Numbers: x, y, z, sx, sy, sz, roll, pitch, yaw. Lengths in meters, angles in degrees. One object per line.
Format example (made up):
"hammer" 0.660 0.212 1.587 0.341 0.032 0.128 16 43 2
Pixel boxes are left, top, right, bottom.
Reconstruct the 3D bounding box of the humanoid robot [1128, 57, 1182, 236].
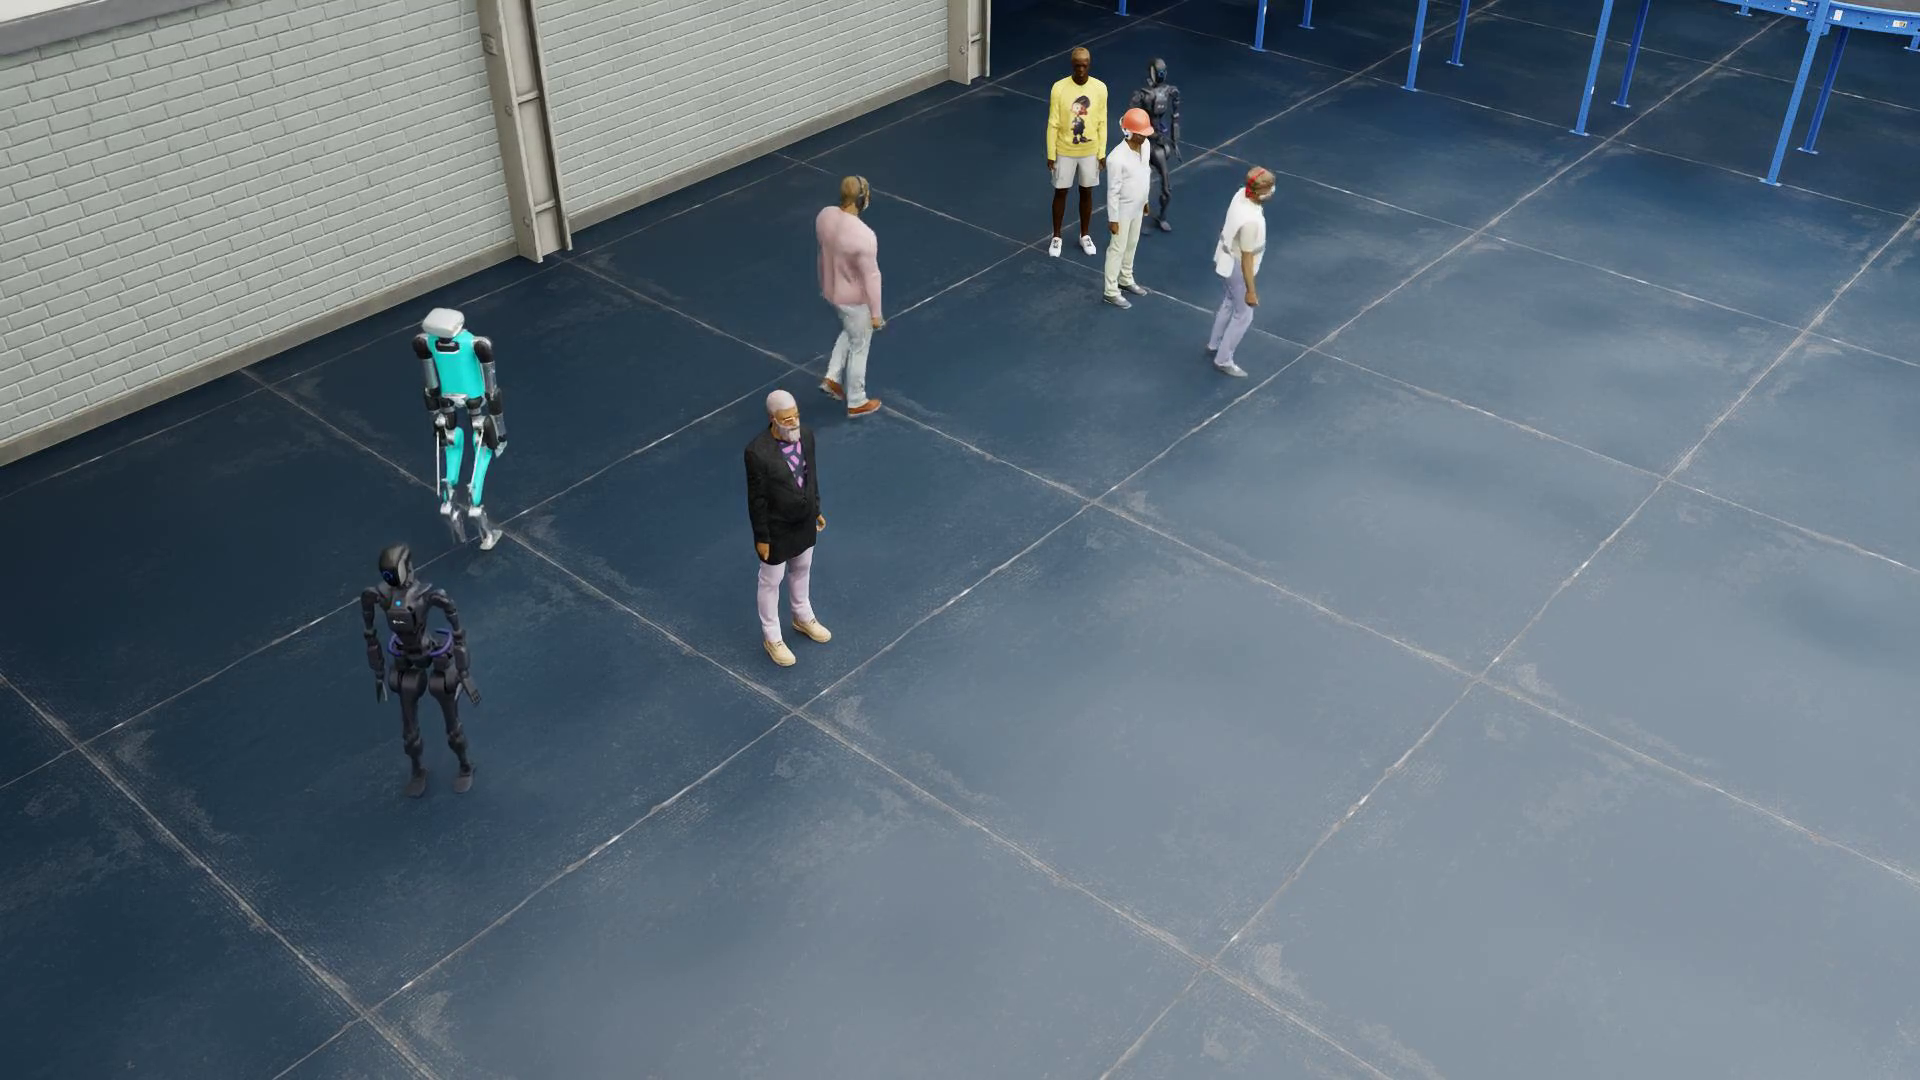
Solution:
"humanoid robot" 1.756 -3.604 15.226 0.602 1.647 0.323 -15 38 -20

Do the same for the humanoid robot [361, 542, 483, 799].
"humanoid robot" -2.942 0.725 9.153 0.601 1.655 0.348 1 35 2

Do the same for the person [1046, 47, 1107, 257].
"person" 1.038 -3.457 14.838 0.545 1.899 0.376 -4 36 -5

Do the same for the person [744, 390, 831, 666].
"person" -1.064 -0.103 10.165 0.412 1.856 0.530 29 45 34

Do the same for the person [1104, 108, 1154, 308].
"person" 1.443 -2.818 14.071 0.345 1.745 0.561 23 41 28

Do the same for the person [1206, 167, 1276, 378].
"person" 2.186 -2.136 13.072 0.391 1.796 0.737 1 35 1

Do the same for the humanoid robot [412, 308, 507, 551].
"humanoid robot" -3.309 -0.602 10.982 0.538 1.819 0.666 5 36 7

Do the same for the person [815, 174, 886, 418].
"person" -0.832 -1.825 12.538 0.489 1.908 0.720 -26 43 -32
